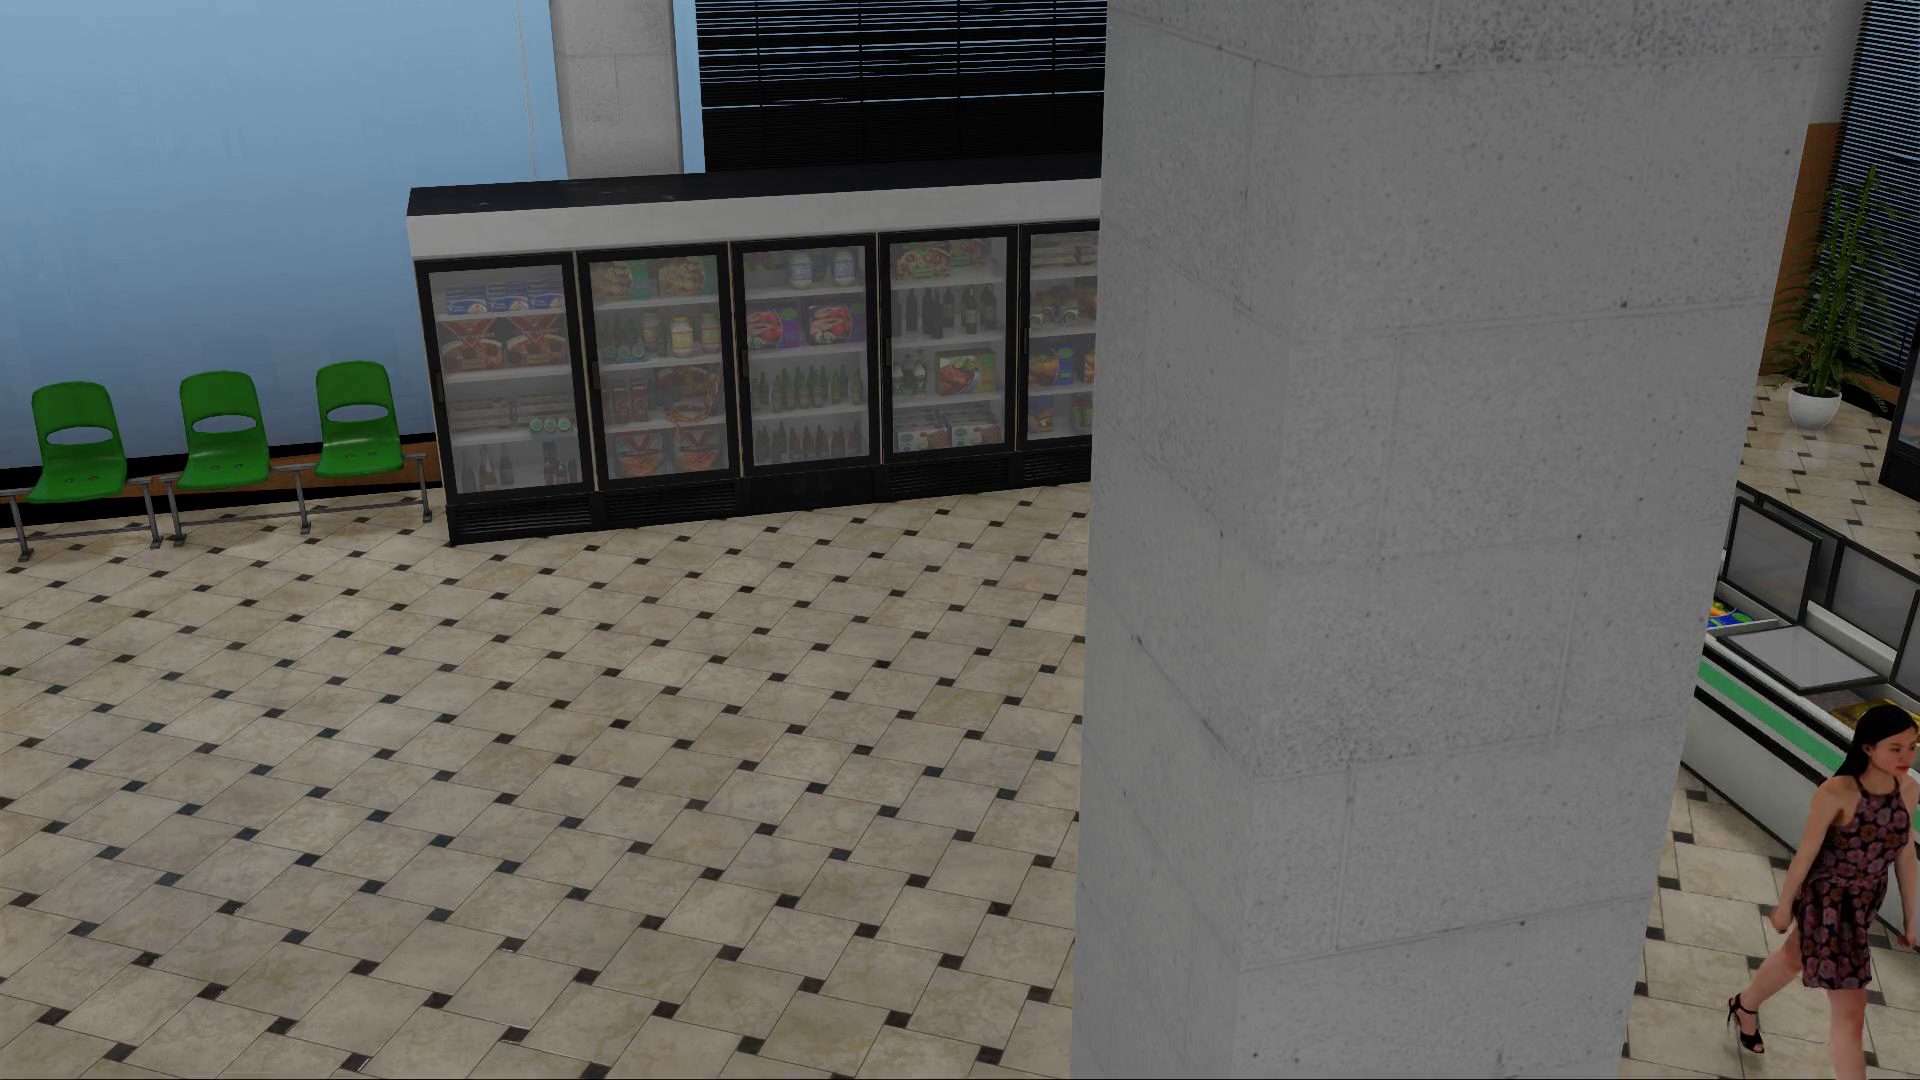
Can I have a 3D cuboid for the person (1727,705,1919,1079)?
[{"bbox_3d":[3.256,1.385,6.304,0.606,1.710,1.175,-6,24,-14],"label":"person"}]
